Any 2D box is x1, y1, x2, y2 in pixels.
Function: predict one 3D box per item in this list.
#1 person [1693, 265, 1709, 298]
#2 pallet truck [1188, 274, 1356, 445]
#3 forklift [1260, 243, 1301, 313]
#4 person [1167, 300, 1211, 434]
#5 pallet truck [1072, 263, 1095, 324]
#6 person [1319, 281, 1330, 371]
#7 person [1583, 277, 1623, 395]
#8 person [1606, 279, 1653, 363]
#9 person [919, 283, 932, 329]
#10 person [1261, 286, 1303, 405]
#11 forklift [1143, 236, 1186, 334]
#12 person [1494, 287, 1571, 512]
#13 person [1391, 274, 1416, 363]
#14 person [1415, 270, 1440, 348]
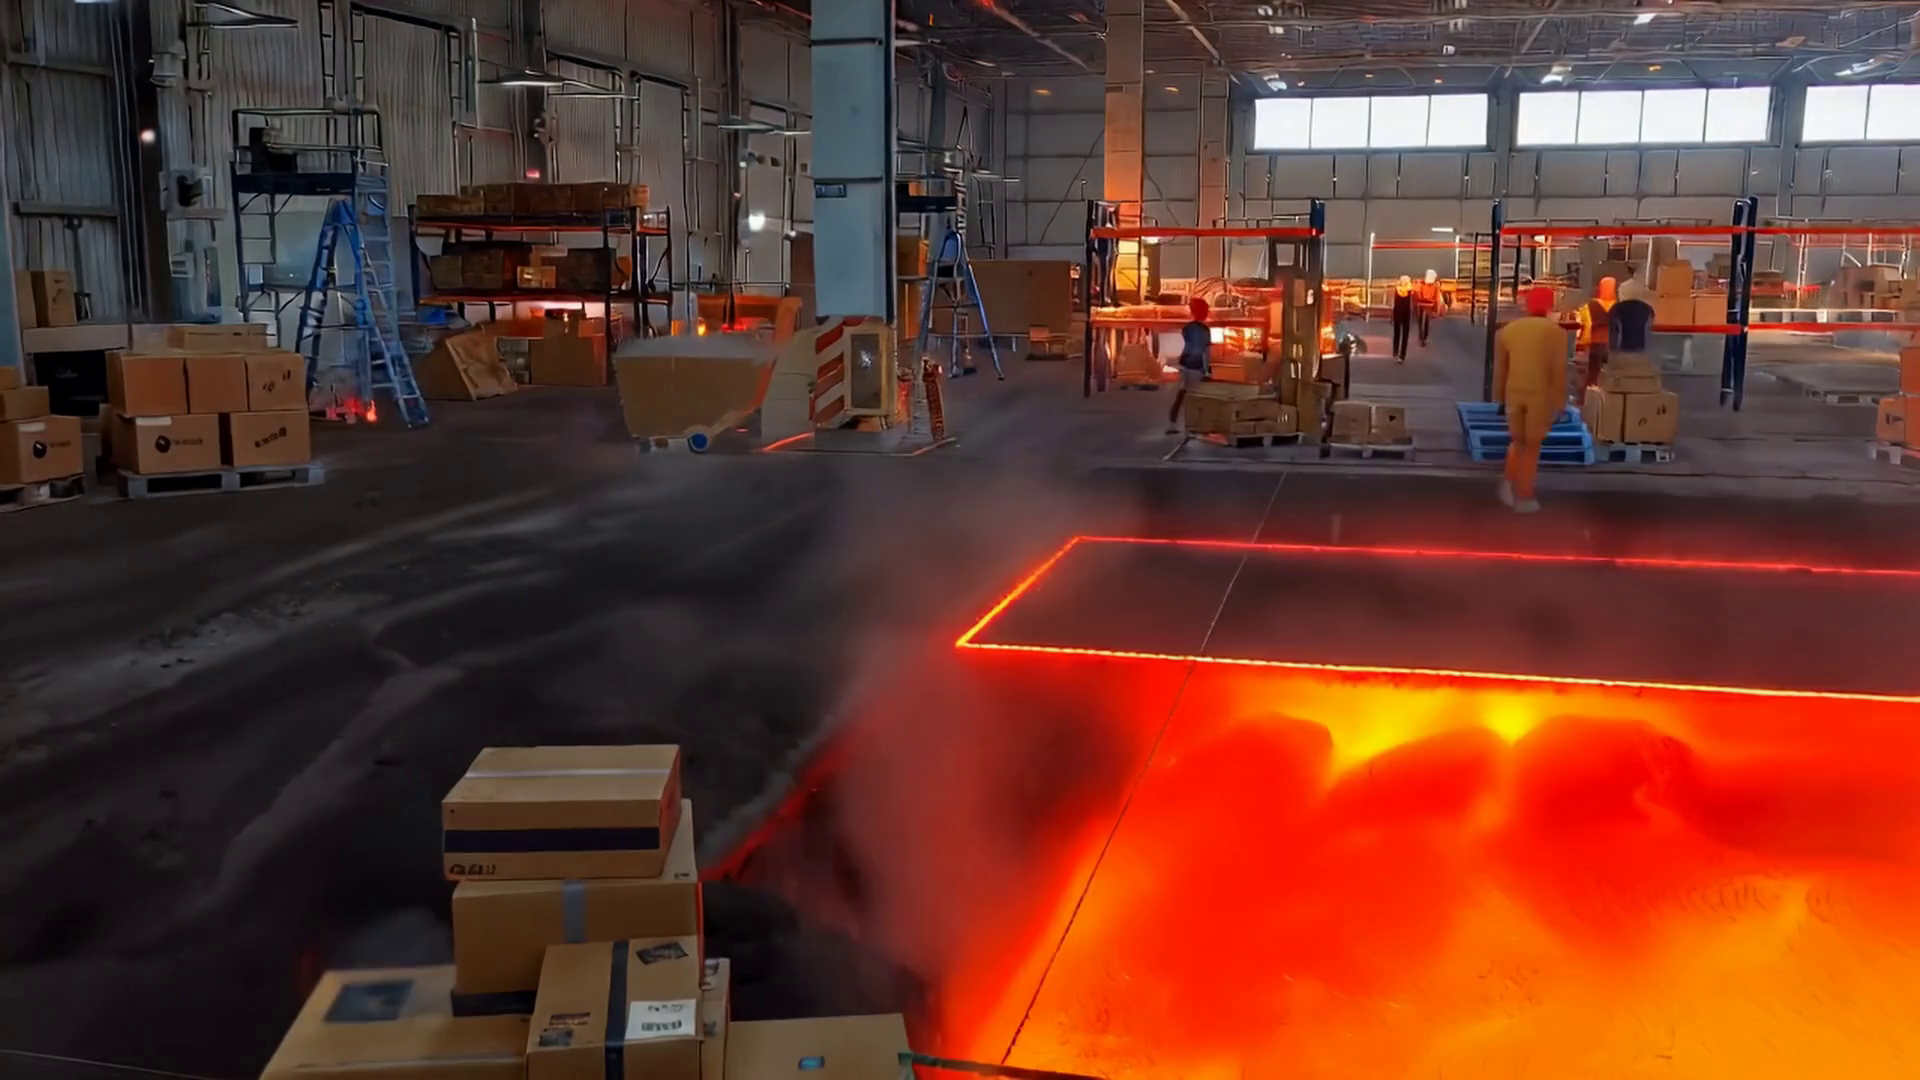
[{"bbox_3d":[22.975,-7.560,51.690,0.544,1.939,0.354,-3,10,-16],"label":"person"},{"bbox_3d":[3.653,-2.138,19.590,1.885,1.965,0.823,-4,10,-20],"label":"pallet truck"},{"bbox_3d":[9.623,-7.643,49.404,1.129,2.768,1.873,-1,10,-3],"label":"forklift"},{"bbox_3d":[2.919,-2.129,20.567,0.894,1.649,0.543,-6,12,-34],"label":"person"},{"bbox_3d":[4.325,-8.180,55.162,0.823,1.965,1.885,6,11,31],"label":"pallet truck"},{"bbox_3d":[6.963,-4.124,32.059,0.487,1.737,0.322,-8,12,-38],"label":"person"},{"bbox_3d":[9.037,-2.731,23.361,0.584,1.910,0.391,1,10,5],"label":"person"},{"bbox_3d":[8.236,-2.236,20.426,0.637,1.914,0.807,-2,10,-13],"label":"person"},{"bbox_3d":[-0.980,-7.361,50.551,0.544,1.930,0.389,-4,10,-23],"label":"person"},{"bbox_3d":[4.514,-2.576,22.734,0.659,1.800,0.907,9,13,41],"label":"person"},{"bbox_3d":[5.411,-7.233,46.991,1.873,2.768,1.129,2,10,14],"label":"forklift"},{"bbox_3d":[4.911,-1.197,14.266,0.456,1.924,0.625,-8,12,-38],"label":"person"},{"bbox_3d":[9.185,-4.582,34.465,0.521,1.829,0.416,3,10,15],"label":"person"},{"bbox_3d":[11.187,-5.504,39.779,0.633,1.865,0.699,-2,10,-12],"label":"person"}]
